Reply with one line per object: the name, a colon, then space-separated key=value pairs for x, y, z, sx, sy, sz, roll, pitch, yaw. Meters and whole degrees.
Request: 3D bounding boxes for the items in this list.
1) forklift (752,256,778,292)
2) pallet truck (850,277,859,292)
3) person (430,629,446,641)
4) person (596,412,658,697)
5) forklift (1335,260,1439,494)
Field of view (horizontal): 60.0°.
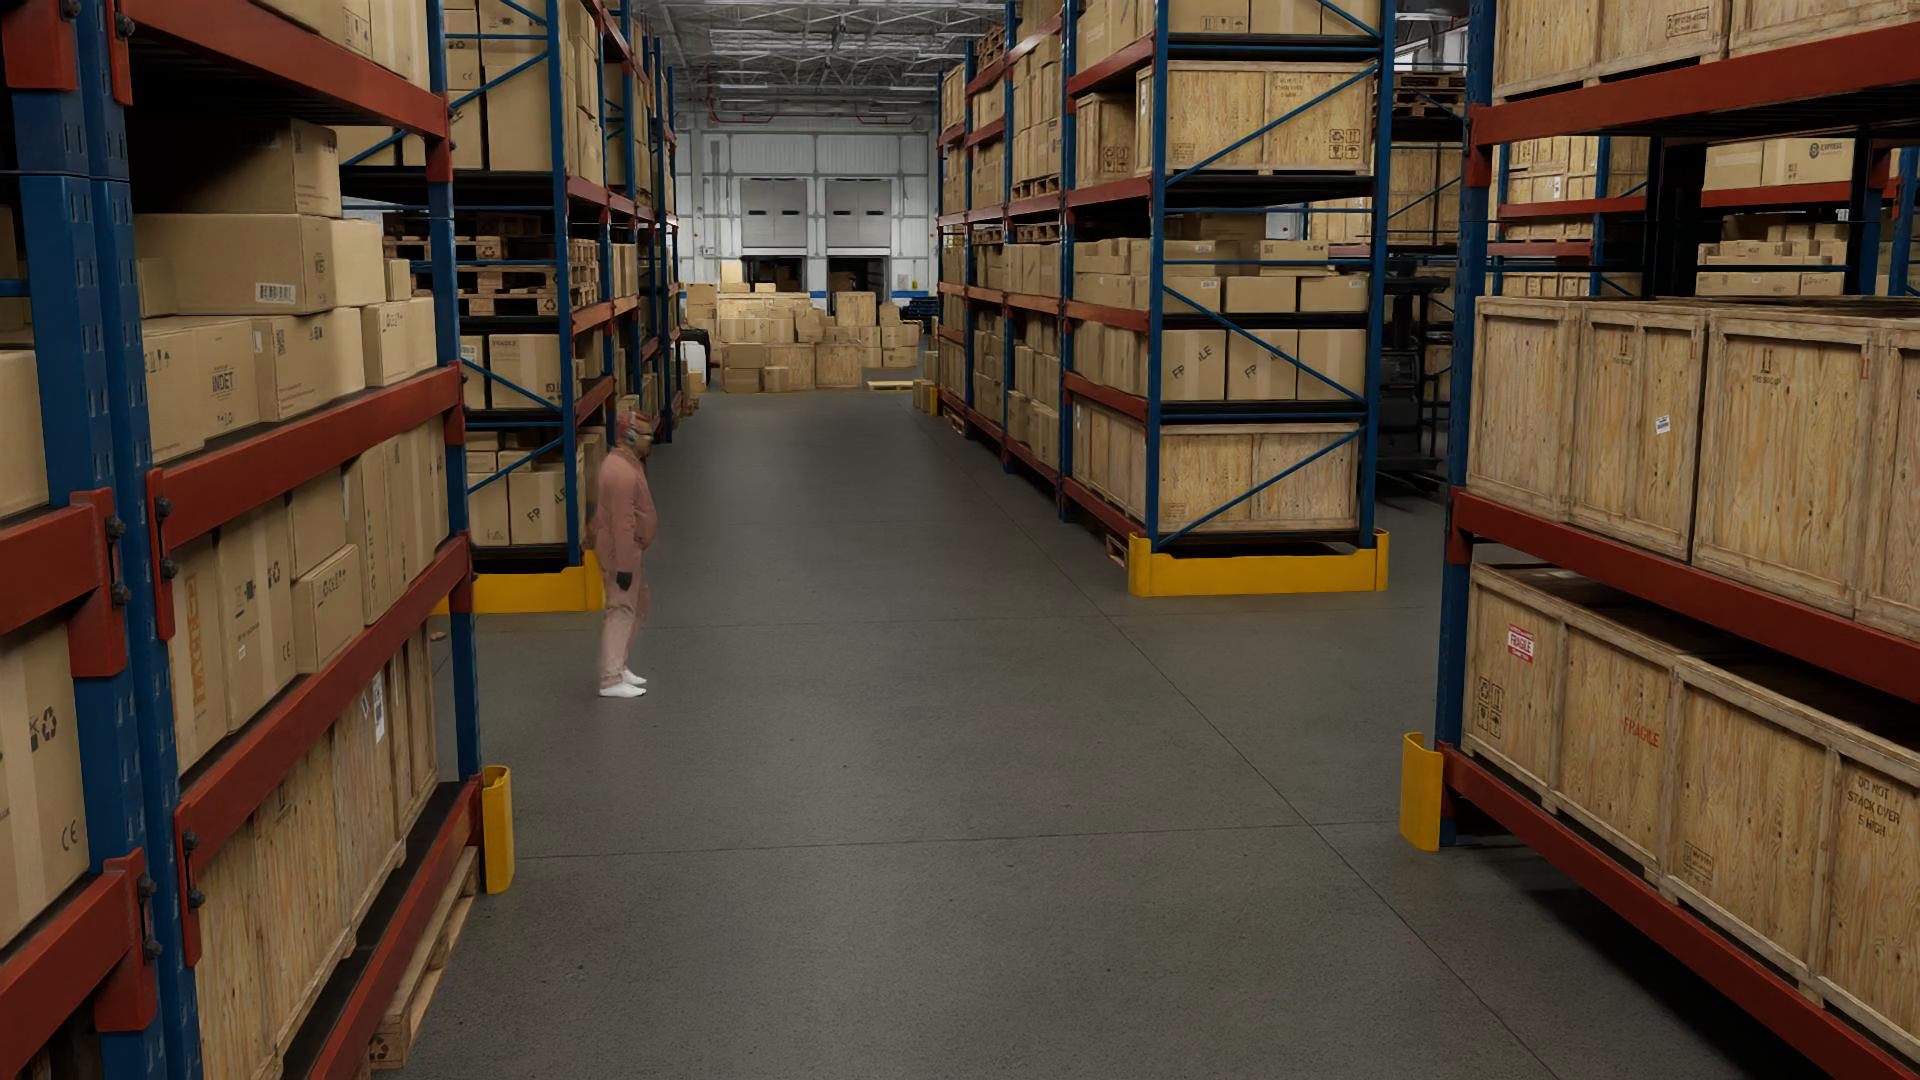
forklift: x=-7.180 y=-9.094 z=61.510 sx=1.129 sy=2.768 sz=1.873 roll=-6 pitch=12 yaw=-33
pallet truck: x=-3.782 y=-9.391 z=65.808 sx=1.885 sy=1.965 sz=0.823 roll=2 pitch=10 yaw=10
person: x=-4.320 y=-0.022 z=12.251 sx=0.861 sy=1.657 sz=0.539 roll=-2 pitch=10 yaw=-13
person: x=-2.198 y=0.101 z=10.918 sx=0.433 sy=1.880 sz=0.655 roll=-2 pitch=10 yaw=-14
forklift: x=5.092 y=-2.070 z=20.616 sx=1.129 sy=2.768 sz=1.873 roll=-1 pitch=10 yaw=-7
